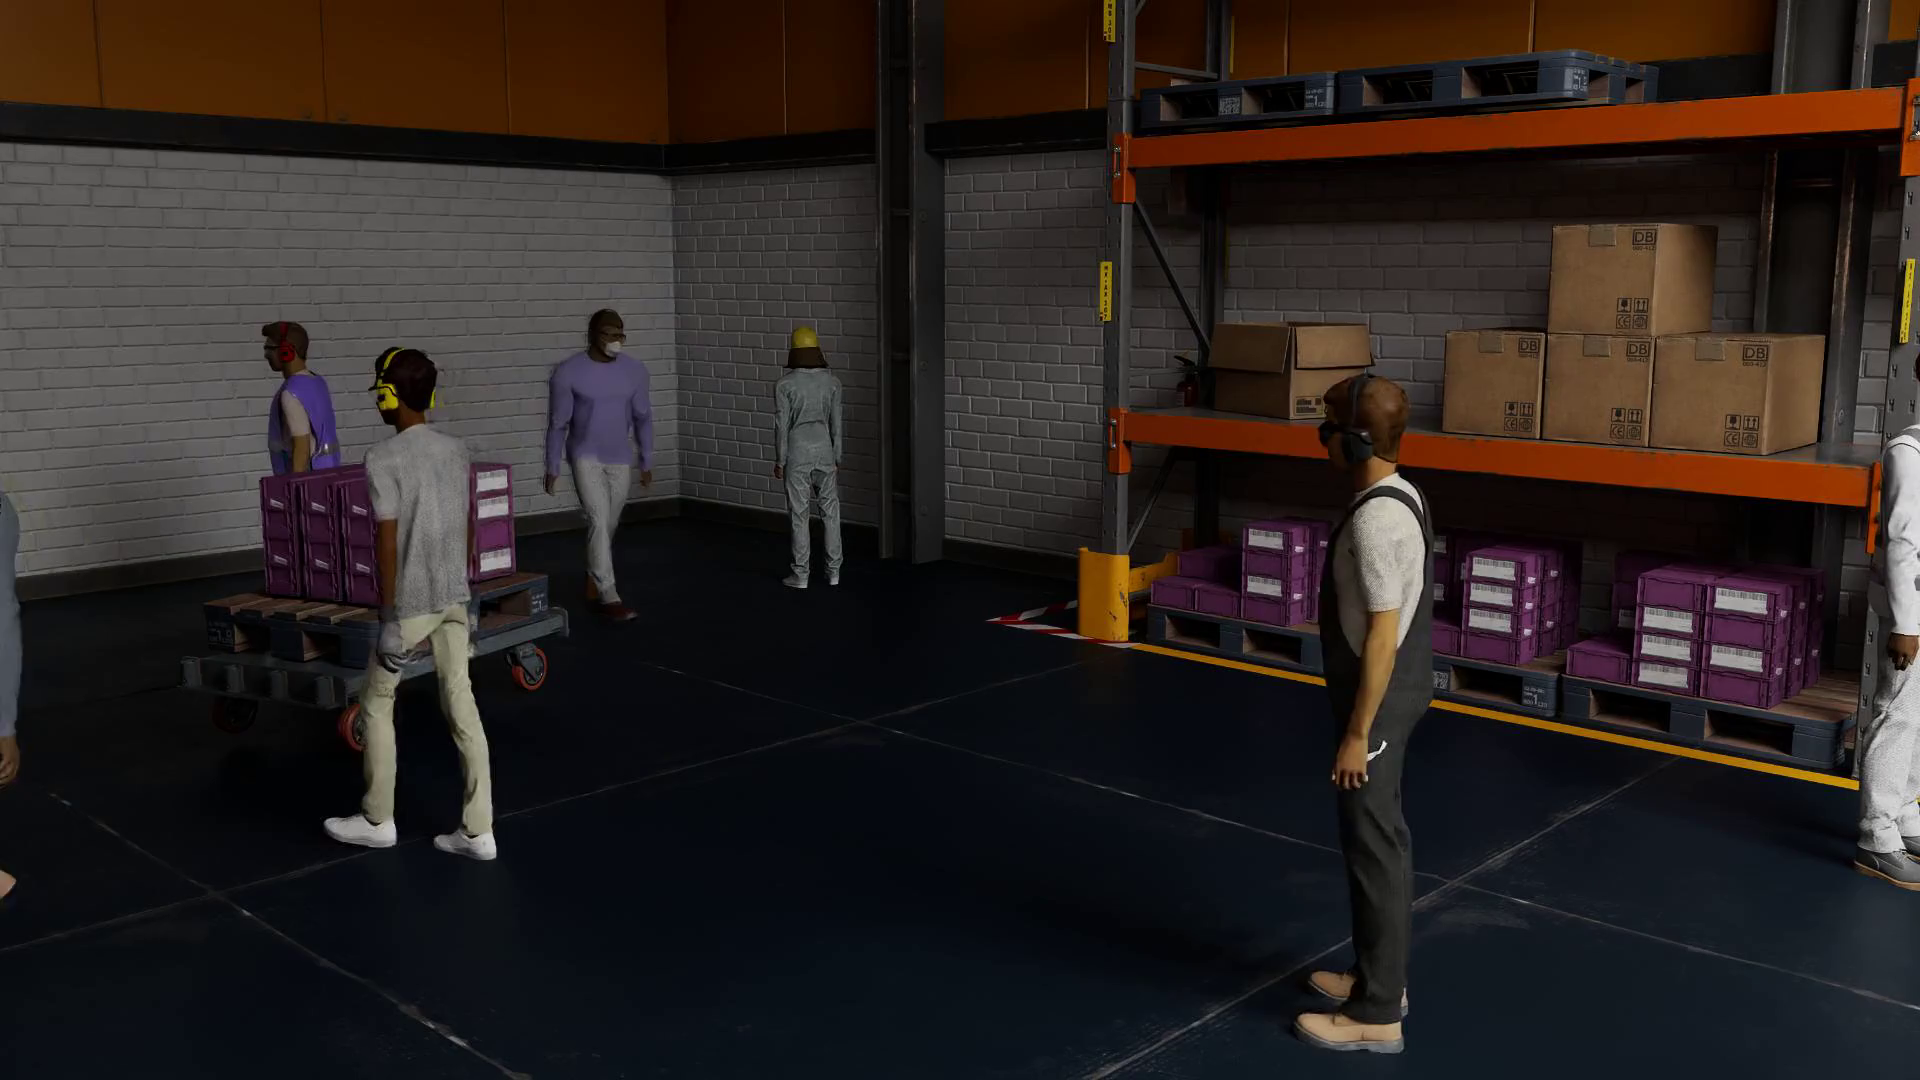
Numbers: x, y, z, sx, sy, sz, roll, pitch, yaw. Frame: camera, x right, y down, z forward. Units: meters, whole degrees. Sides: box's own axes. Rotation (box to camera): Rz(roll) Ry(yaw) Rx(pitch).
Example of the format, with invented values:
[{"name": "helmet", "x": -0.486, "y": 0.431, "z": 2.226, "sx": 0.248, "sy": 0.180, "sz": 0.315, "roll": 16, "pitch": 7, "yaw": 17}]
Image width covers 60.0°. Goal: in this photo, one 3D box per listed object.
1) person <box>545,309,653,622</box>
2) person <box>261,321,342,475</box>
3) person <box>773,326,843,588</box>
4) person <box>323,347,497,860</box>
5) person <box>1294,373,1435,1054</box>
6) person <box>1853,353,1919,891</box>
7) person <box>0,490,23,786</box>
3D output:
[{"name": "person", "x": -2.254, "y": -0.488, "z": 10.307, "sx": 0.668, "sy": 1.894, "sz": 0.997, "roll": -6, "pitch": 11, "yaw": -35}, {"name": "person", "x": -3.531, "y": -0.259, "z": 9.009, "sx": 0.372, "sy": 1.840, "sz": 0.570, "roll": -2, "pitch": 9, "yaw": -10}, {"name": "person", "x": -1.020, "y": -0.549, "z": 11.099, "sx": 0.488, "sy": 1.740, "sz": 0.318, "roll": -5, "pitch": 10, "yaw": -27}, {"name": "person", "x": -2.014, "y": 0.233, "z": 5.995, "sx": 0.815, "sy": 1.836, "sz": 0.574, "roll": 5, "pitch": 10, "yaw": 27}, {"name": "person", "x": 1.114, "y": 0.473, "z": 4.545, "sx": 0.335, "sy": 1.841, "sz": 0.531, "roll": 4, "pitch": 10, "yaw": 21}, {"name": "person", "x": 3.349, "y": 0.251, "z": 5.758, "sx": 0.576, "sy": 1.883, "sz": 0.354, "roll": -9, "pitch": 13, "yaw": -43}, {"name": "person", "x": -2.872, "y": 0.475, "z": 4.424, "sx": 0.720, "sy": 1.879, "sz": 1.037, "roll": -4, "pitch": 10, "yaw": -23}]
